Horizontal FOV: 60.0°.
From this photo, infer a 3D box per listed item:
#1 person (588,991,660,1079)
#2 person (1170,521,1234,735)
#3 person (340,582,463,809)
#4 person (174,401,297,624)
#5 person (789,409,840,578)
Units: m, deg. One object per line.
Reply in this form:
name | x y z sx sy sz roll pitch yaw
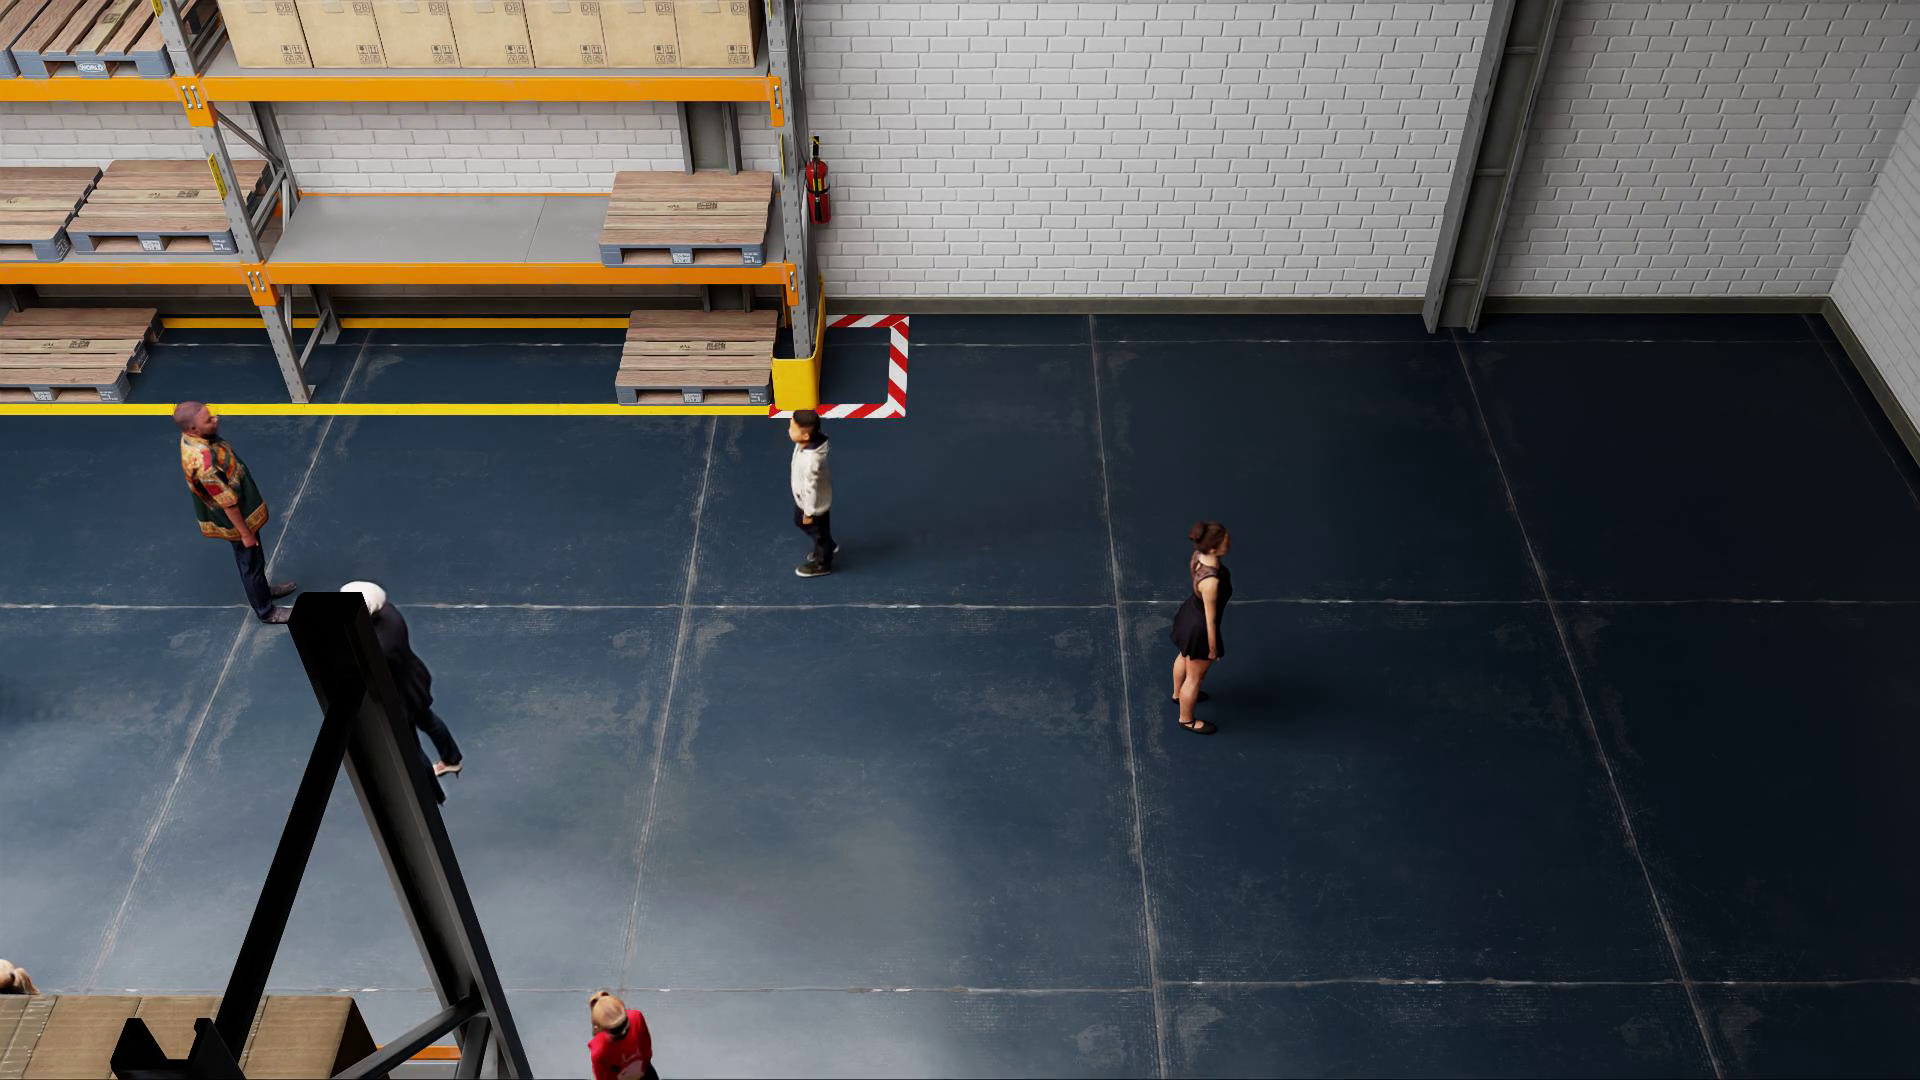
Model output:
person | -1.710 2.623 8.329 0.849 1.263 0.782 33 53 30
person | 1.486 0.516 10.248 0.562 1.667 0.577 -2 44 -2
person | -3.044 0.819 9.077 0.603 1.777 0.722 3 44 3
person | -4.764 -0.185 10.881 0.816 1.808 0.806 -18 47 -18
person | -0.938 -0.327 11.289 0.627 1.451 0.652 -9 44 -9
